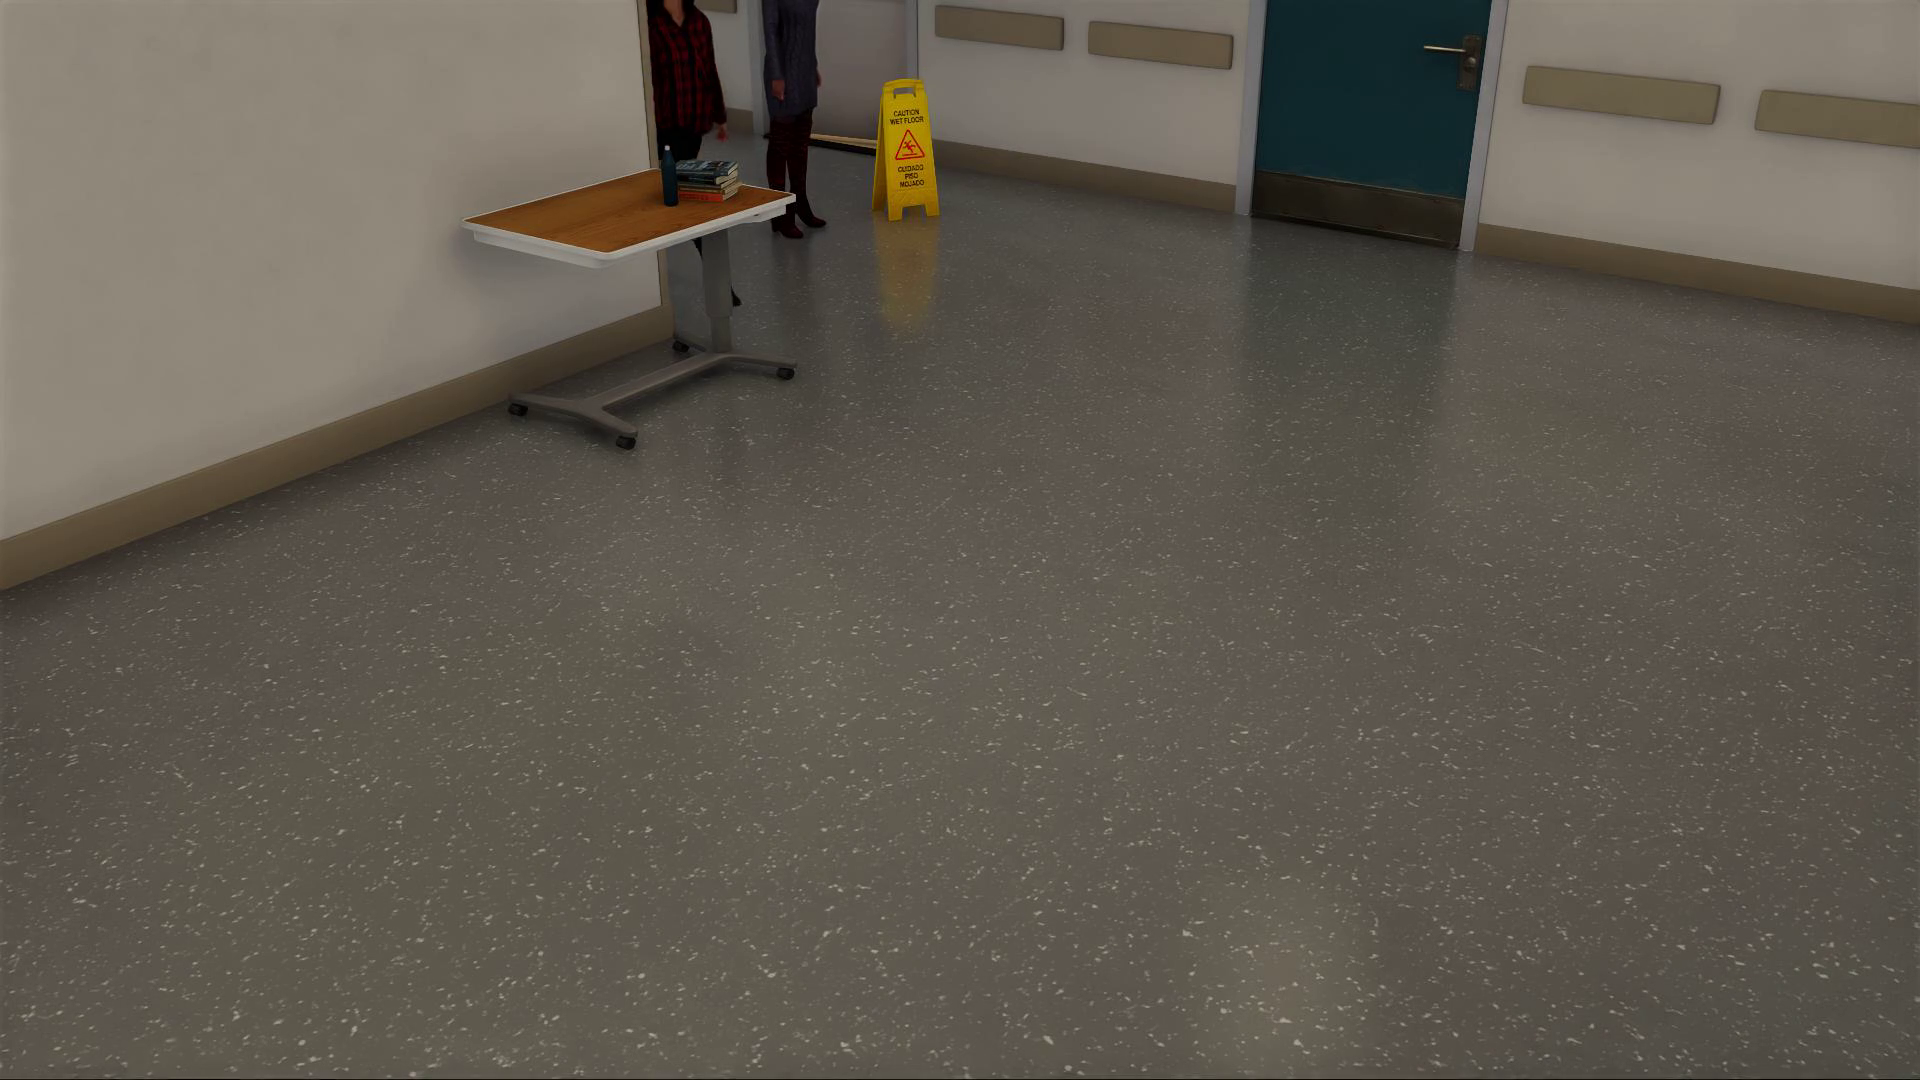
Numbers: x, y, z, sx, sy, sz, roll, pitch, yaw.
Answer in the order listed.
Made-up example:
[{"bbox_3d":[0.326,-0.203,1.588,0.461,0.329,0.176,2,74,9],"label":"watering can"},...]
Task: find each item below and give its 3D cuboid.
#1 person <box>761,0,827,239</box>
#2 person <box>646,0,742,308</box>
[{"bbox_3d":[-0.921,-2.518,8.975,0.554,1.710,0.605,13,28,24],"label":"person"},{"bbox_3d":[-1.410,-1.942,7.895,1.089,1.610,0.624,19,31,33],"label":"person"}]
